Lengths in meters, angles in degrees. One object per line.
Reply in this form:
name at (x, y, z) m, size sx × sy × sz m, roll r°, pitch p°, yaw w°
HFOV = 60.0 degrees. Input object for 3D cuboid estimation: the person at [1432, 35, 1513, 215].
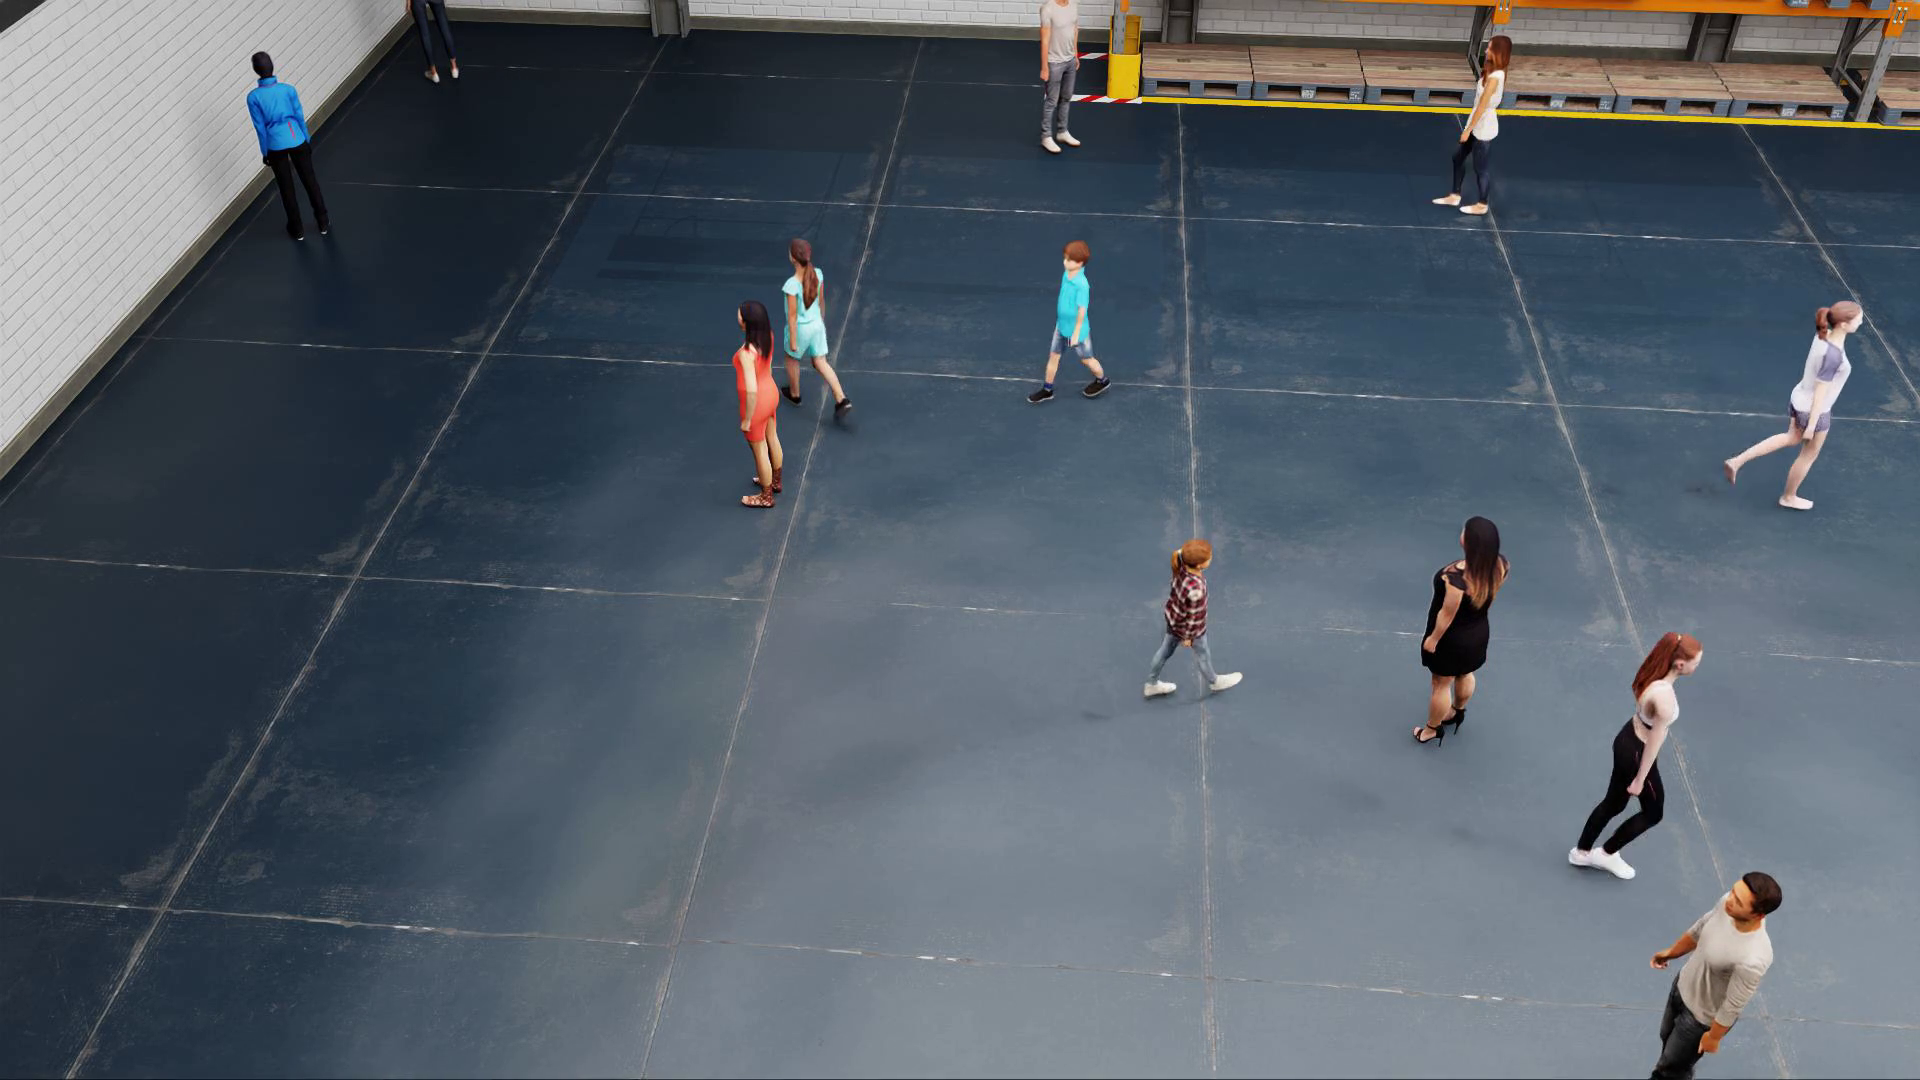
person at (5.015, -3.867, 15.676) m, size 0.752 × 1.768 × 0.620 m, roll 6°, pitch 39°, yaw 7°

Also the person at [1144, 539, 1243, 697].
person at (1.374, 0.524, 10.573) m, size 0.929 × 1.274 × 0.704 m, roll -9°, pitch 39°, yaw -11°

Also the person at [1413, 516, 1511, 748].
person at (3.056, 0.573, 10.157) m, size 0.742 × 1.718 × 0.818 m, roll -23°, pitch 44°, yaw -26°

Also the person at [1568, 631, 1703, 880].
person at (3.702, 1.206, 9.355) m, size 0.645 × 1.728 × 0.641 m, roll 9°, pitch 39°, yaw 11°

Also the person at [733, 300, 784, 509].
person at (-1.459, -0.992, 12.115) m, size 0.589 × 1.719 × 0.627 m, roll 11°, pitch 40°, yaw 13°

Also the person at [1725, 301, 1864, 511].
person at (6.086, -0.978, 12.076) m, size 0.910 × 1.746 × 0.600 m, roll 6°, pitch 39°, yaw 7°

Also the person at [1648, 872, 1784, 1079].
person at (3.643, 2.213, 8.031) m, size 0.618 × 1.807 × 0.679 m, roll 6°, pitch 39°, yaw 8°

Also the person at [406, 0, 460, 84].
person at (-5.852, -5.938, 18.236) m, size 0.634 × 1.808 × 0.734 m, roll -21°, pitch 43°, yaw -24°

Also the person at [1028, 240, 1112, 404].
person at (0.974, -1.735, 13.287) m, size 1.015 × 1.418 × 0.830 m, roll -16°, pitch 41°, yaw -19°

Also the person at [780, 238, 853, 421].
person at (-1.157, -1.629, 13.060) m, size 0.966 × 1.535 × 1.053 m, roll -30°, pitch 47°, yaw -32°

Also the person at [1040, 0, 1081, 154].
person at (0.994, -4.868, 16.835) m, size 0.800 × 1.886 × 0.761 m, roll 31°, pitch 48°, yaw 33°

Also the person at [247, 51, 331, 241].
person at (-6.225, -3.639, 15.363) m, size 0.665 × 1.802 × 0.757 m, roll -20°, pitch 43°, yaw -23°
